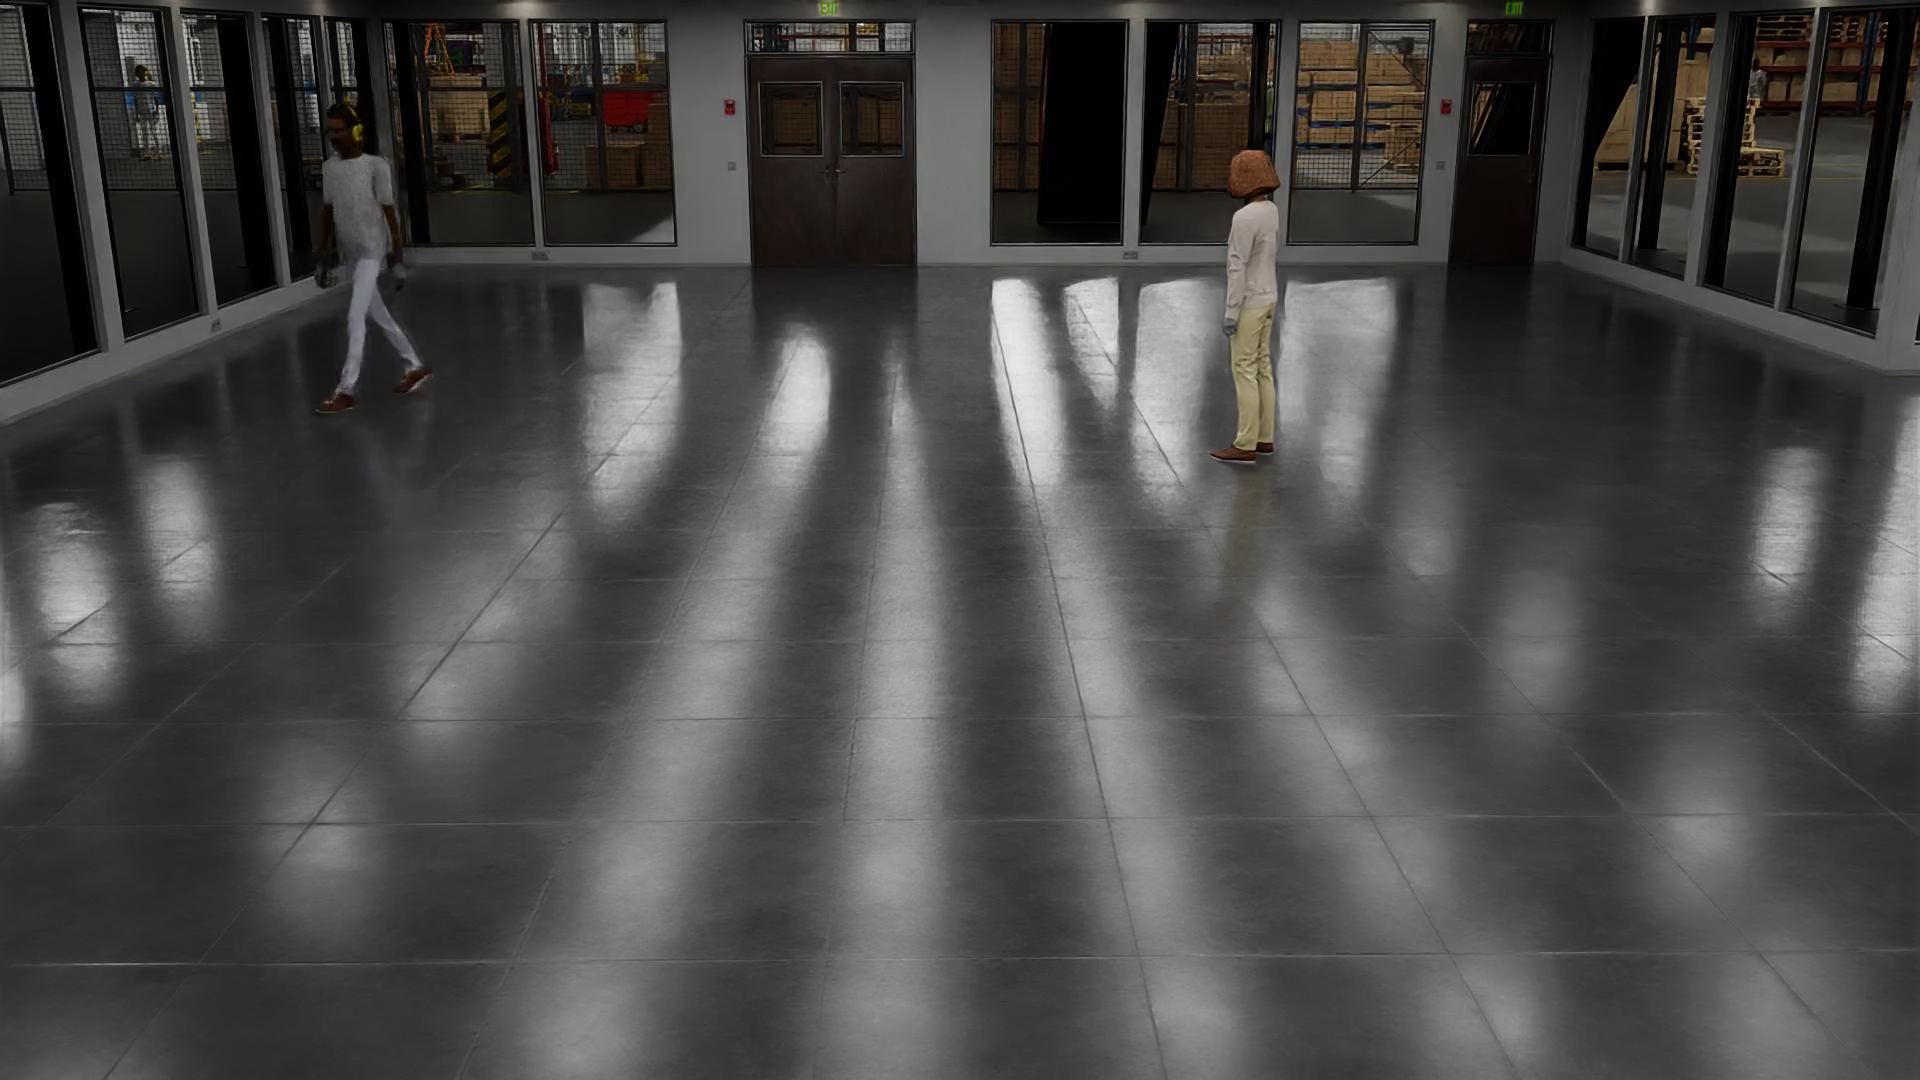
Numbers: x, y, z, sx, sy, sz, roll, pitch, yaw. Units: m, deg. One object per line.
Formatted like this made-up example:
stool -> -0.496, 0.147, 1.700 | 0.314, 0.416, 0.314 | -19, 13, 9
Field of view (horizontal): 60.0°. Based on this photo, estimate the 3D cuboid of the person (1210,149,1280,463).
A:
person -> 1.523, -1.220, 8.750 | 0.279, 1.624, 0.494 | 9, 18, 27

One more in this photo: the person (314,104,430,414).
person -> -3.670, -1.738, 10.197 | 0.541, 1.821, 0.989 | 8, 18, 25
